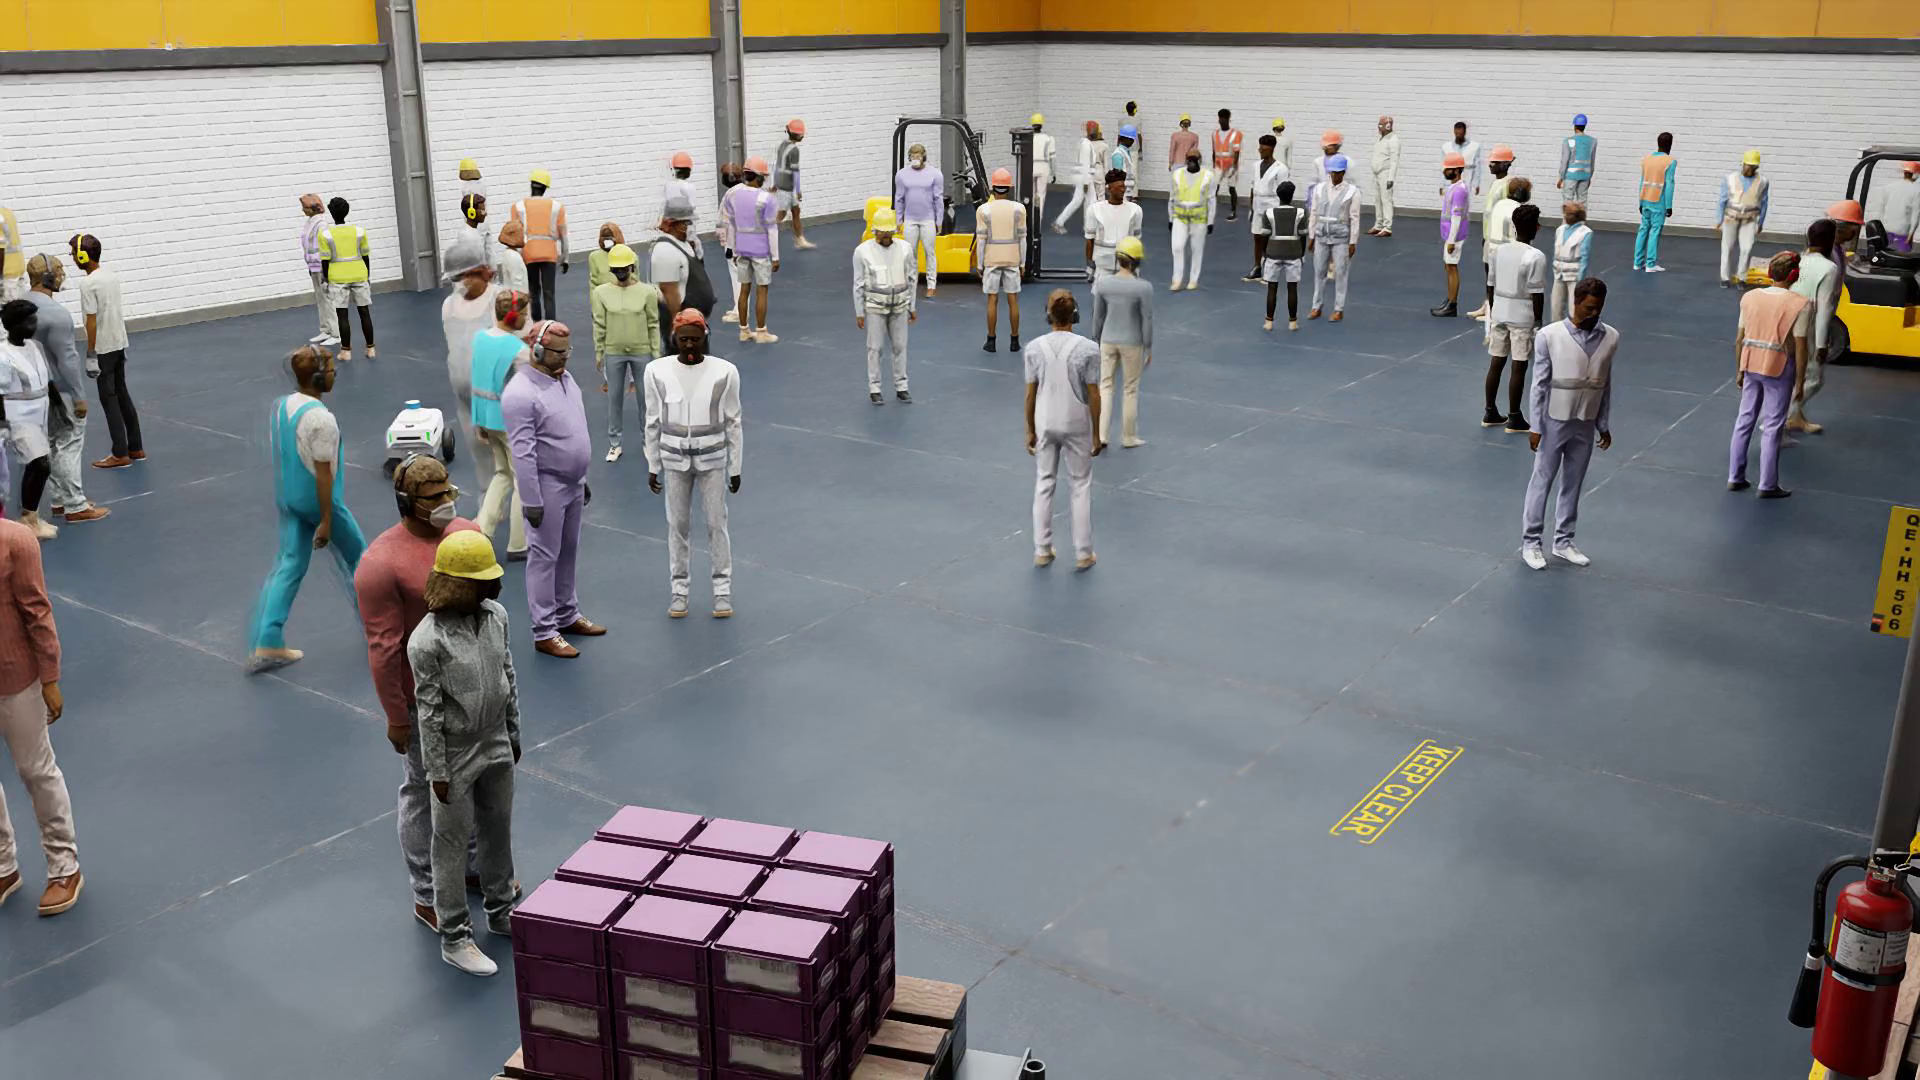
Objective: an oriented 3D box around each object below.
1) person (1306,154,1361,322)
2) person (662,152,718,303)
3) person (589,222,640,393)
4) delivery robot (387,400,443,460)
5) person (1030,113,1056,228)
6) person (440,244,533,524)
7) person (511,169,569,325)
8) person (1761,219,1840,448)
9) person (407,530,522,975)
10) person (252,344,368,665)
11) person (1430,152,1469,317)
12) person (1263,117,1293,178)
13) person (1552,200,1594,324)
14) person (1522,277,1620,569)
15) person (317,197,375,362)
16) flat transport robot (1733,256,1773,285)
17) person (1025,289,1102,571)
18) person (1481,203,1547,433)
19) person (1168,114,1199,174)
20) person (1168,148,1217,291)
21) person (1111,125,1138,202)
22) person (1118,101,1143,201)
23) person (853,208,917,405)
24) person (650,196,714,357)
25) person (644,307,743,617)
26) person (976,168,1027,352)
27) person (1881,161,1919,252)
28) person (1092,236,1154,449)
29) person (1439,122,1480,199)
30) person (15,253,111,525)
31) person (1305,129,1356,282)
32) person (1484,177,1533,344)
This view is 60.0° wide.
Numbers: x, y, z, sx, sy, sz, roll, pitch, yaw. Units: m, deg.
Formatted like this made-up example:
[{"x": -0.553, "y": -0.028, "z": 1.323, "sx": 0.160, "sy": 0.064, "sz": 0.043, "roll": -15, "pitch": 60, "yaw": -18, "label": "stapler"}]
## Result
[{"x": 4.365, "y": -3.525, "z": 19.453, "sx": 0.606, "sy": 1.941, "sz": 0.413, "roll": 13, "pitch": 22, "yaw": 34, "label": "person"}, {"x": -3.422, "y": -3.764, "z": 20.272, "sx": 0.557, "sy": 1.899, "sz": 0.971, "roll": 14, "pitch": 22, "yaw": 37, "label": "person"}, {"x": -3.278, "y": -2.212, "z": 15.848, "sx": 0.501, "sy": 1.628, "sz": 0.266, "roll": 2, "pitch": 18, "yaw": 8, "label": "person"}, {"x": -4.324, "y": -0.864, "z": 13.211, "sx": 0.477, "sy": 0.478, "sz": 0.707, "roll": -3, "pitch": 18, "yaw": -9, "label": "delivery robot"}, {"x": 1.278, "y": -6.126, "z": 27.671, "sx": 0.591, "sy": 1.898, "sz": 0.936, "roll": 3, "pitch": 18, "yaw": 10, "label": "person"}, {"x": -3.301, "y": -1.141, "z": 11.826, "sx": 0.730, "sy": 2.000, "sz": 0.805, "roll": 6, "pitch": 19, "yaw": 17, "label": "person"}, {"x": -4.579, "y": -3.089, "z": 18.186, "sx": 0.604, "sy": 1.873, "sz": 0.887, "roll": -4, "pitch": 18, "yaw": -14, "label": "person"}, {"x": 6.938, "y": -1.685, "z": 13.732, "sx": 0.423, "sy": 1.908, "sz": 0.647, "roll": -4, "pitch": 18, "yaw": -11, "label": "person"}, {"x": -1.815, "y": 0.794, "z": 6.272, "sx": 0.320, "sy": 1.737, "sz": 0.483, "roll": 9, "pitch": 20, "yaw": 26, "label": "person"}, {"x": -3.595, "y": -0.200, "z": 9.287, "sx": 0.520, "sy": 1.797, "sz": 0.976, "roll": 12, "pitch": 21, "yaw": 34, "label": "person"}, {"x": 5.830, "y": -3.626, "z": 19.783, "sx": 0.388, "sy": 1.929, "sz": 0.545, "roll": 3, "pitch": 18, "yaw": 10, "label": "person"}, {"x": 5.430, "y": -6.347, "z": 28.548, "sx": 0.525, "sy": 1.772, "sz": 0.304, "roll": -2, "pitch": 18, "yaw": -7, "label": "person"}, {"x": 6.414, "y": -2.742, "z": 17.493, "sx": 0.311, "sy": 1.635, "sz": 0.536, "roll": -8, "pitch": 19, "yaw": -23, "label": "person"}, {"x": 3.975, "y": -0.768, "z": 10.864, "sx": 0.588, "sy": 1.914, "sz": 0.390, "roll": -4, "pitch": 18, "yaw": -13, "label": "person"}, {"x": -6.352, "y": -2.694, "z": 17.238, "sx": 0.531, "sy": 1.698, "sz": 0.320, "roll": -13, "pitch": 22, "yaw": -35, "label": "person"}, {"x": 10.925, "y": -3.658, "z": 22.558, "sx": 0.652, "sy": 0.197, "sz": 1.431, "roll": 10, "pitch": 20, "yaw": 28, "label": "flat transport robot"}, {"x": 0.667, "y": -0.710, "z": 10.815, "sx": 0.506, "sy": 1.833, "sz": 0.348, "roll": 7, "pitch": 19, "yaw": 21, "label": "person"}, {"x": 4.796, "y": -1.907, "z": 14.342, "sx": 0.367, "sy": 1.966, "sz": 0.607, "roll": -9, "pitch": 20, "yaw": -27, "label": "person"}, {"x": 3.991, "y": -6.728, "z": 29.767, "sx": 0.532, "sy": 1.756, "sz": 0.342, "roll": -2, "pitch": 18, "yaw": -8, "label": "person"}, {"x": 2.963, "y": -4.109, "z": 21.461, "sx": 0.652, "sy": 1.818, "sz": 0.763, "roll": 6, "pitch": 19, "yaw": 19, "label": "person"}, {"x": 2.376, "y": -5.055, "z": 24.229, "sx": 0.400, "sy": 1.941, "sz": 0.604, "roll": 5, "pitch": 18, "yaw": 15, "label": "person"}, {"x": 3.242, "y": -7.402, "z": 31.682, "sx": 0.518, "sy": 1.874, "sz": 0.330, "roll": 8, "pitch": 20, "yaw": 25, "label": "person"}, {"x": -0.686, "y": -2.154, "z": 15.355, "sx": 0.606, "sy": 1.818, "sz": 0.403, "roll": -7, "pitch": 19, "yaw": -20, "label": "person"}, {"x": -2.408, "y": -1.978, "z": 14.442, "sx": 0.539, "sy": 2.000, "sz": 0.702, "roll": 0, "pitch": 18, "yaw": 0, "label": "person"}, {"x": -1.582, "y": -0.453, "z": 9.939, "sx": 0.575, "sy": 1.880, "sz": 0.360, "roll": 0, "pitch": 18, "yaw": -1, "label": "person"}, {"x": 0.436, "y": -2.968, "z": 17.703, "sx": 0.543, "sy": 1.940, "sz": 0.361, "roll": -2, "pitch": 18, "yaw": -5, "label": "person"}, {"x": 12.070, "y": -4.020, "z": 21.371, "sx": 0.887, "sy": 1.702, "sz": 0.570, "roll": -11, "pitch": 21, "yaw": -32, "label": "person"}, {"x": 1.354, "y": -1.630, "z": 13.819, "sx": 0.534, "sy": 1.770, "sz": 0.360, "roll": 9, "pitch": 20, "yaw": 27, "label": "person"}, {"x": 7.740, "y": -5.538, "z": 25.863, "sx": 0.615, "sy": 1.867, "sz": 0.818, "roll": 10, "pitch": 20, "yaw": 28, "label": "person"}, {"x": -6.375, "y": -1.058, "z": 11.759, "sx": 0.636, "sy": 1.928, "sz": 0.387, "roll": 13, "pitch": 22, "yaw": 35, "label": "person"}, {"x": 4.933, "y": -4.459, "z": 22.243, "sx": 0.696, "sy": 2.014, "sz": 0.623, "roll": -16, "pitch": 24, "yaw": -40, "label": "person"}, {"x": 5.915, "y": -2.967, "z": 17.891, "sx": 0.430, "sy": 1.836, "sz": 0.647, "roll": -3, "pitch": 18, "yaw": -9, "label": "person"}]
